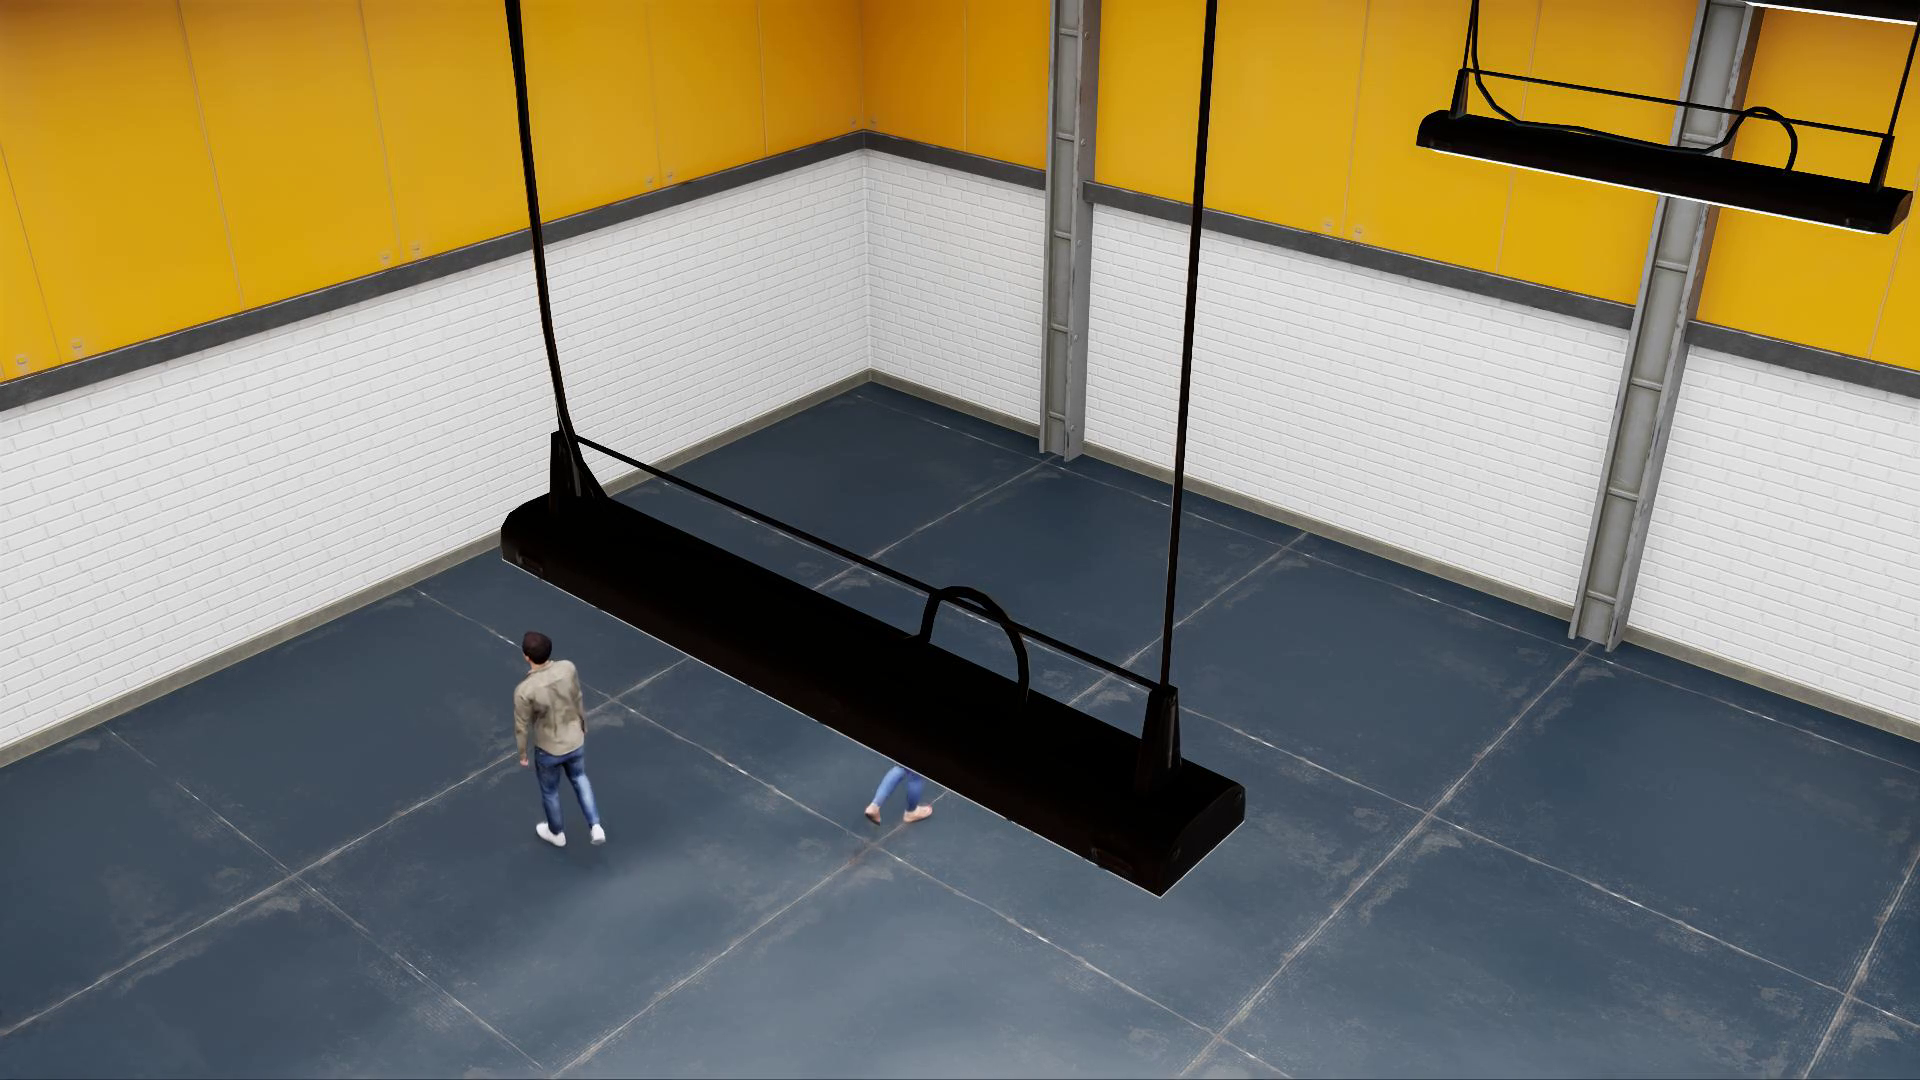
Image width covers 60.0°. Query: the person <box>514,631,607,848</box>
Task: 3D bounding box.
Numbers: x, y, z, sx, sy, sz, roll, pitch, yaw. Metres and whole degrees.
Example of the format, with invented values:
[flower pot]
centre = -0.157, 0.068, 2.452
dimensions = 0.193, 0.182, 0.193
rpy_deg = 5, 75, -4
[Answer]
[person]
centre = -2.845, 1.472, 11.910
dimensions = 0.778, 1.858, 0.918
rpy_deg = -25, 37, -38
